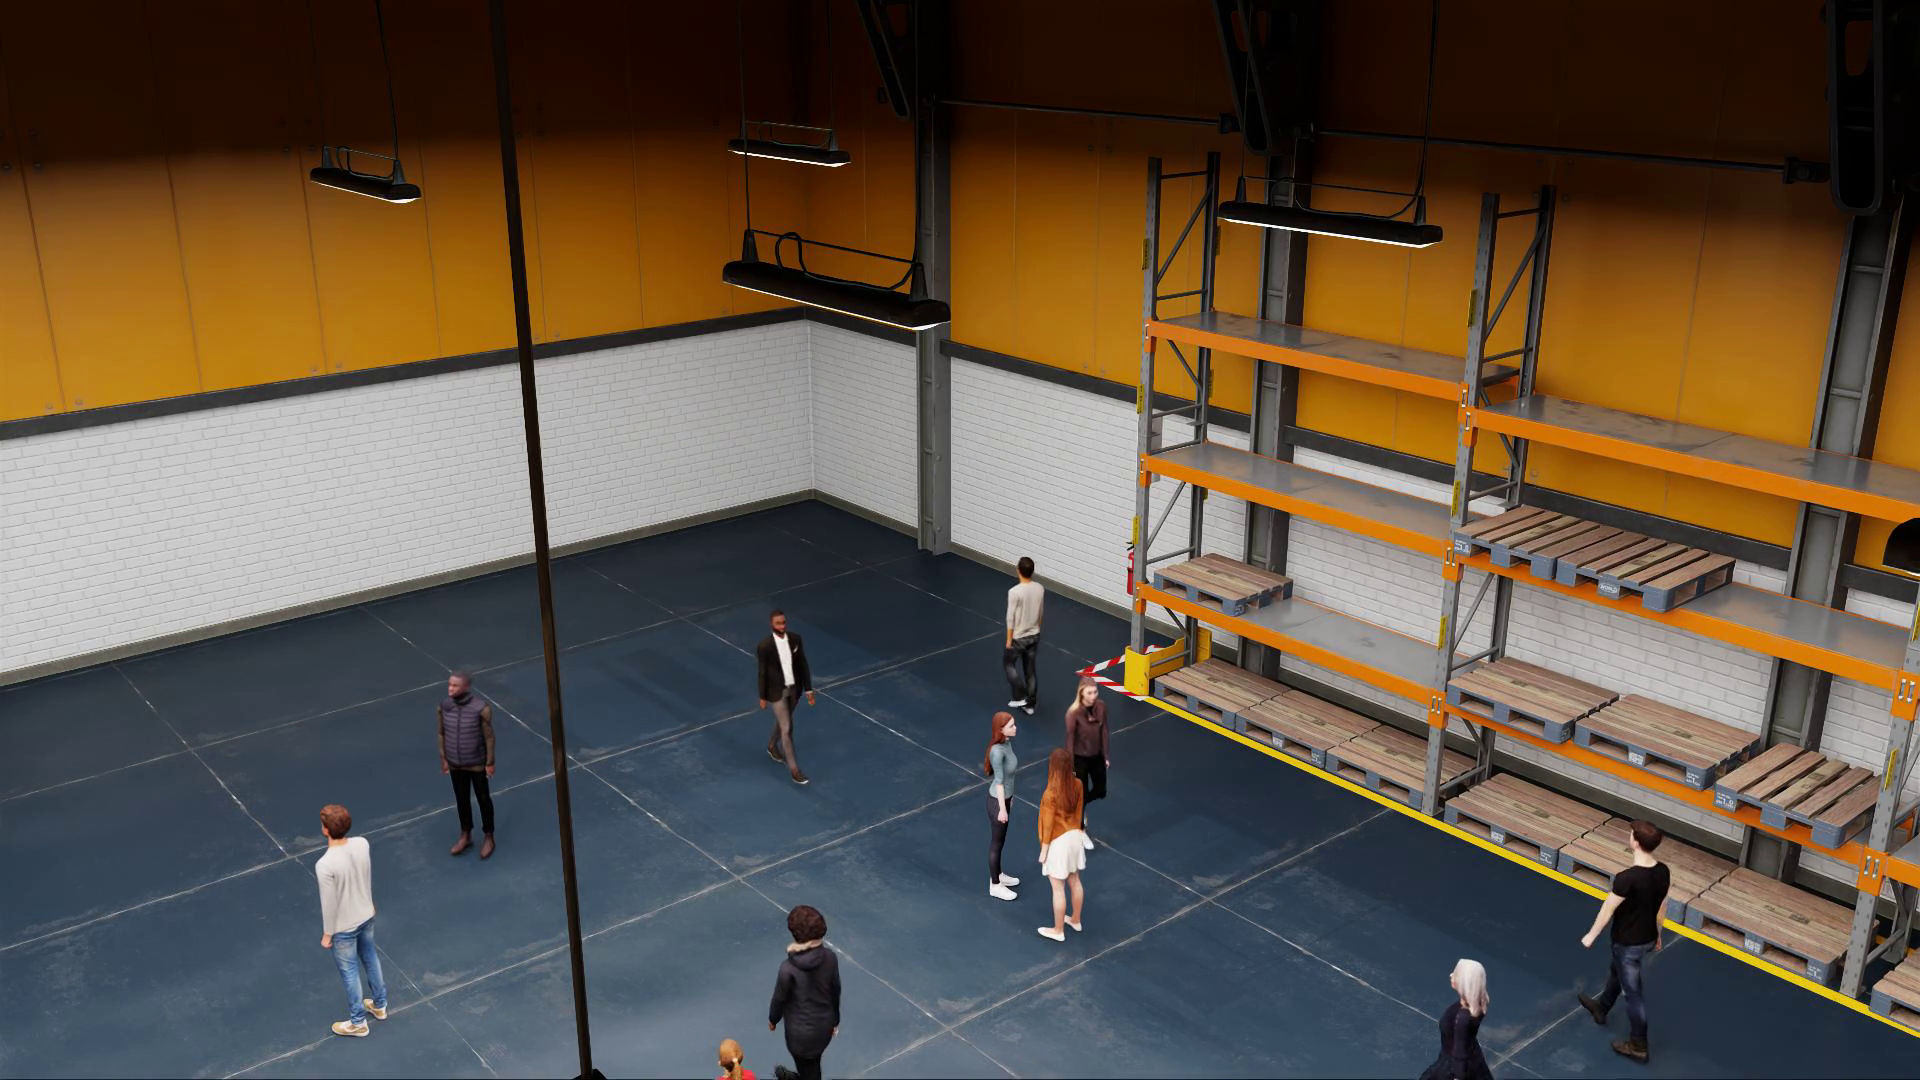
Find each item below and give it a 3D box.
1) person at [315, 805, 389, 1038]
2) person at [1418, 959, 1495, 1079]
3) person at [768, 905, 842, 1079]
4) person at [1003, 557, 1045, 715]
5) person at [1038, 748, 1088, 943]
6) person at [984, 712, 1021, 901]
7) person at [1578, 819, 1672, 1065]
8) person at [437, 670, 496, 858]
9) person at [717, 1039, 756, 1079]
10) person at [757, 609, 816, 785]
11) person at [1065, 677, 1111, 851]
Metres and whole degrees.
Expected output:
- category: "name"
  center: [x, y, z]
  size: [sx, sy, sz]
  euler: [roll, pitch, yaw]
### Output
- category: "person"
  center: [-4.650, 2.892, 12.695]
  size: [0.735, 1.904, 0.747]
  euler: [9, 20, 24]
- category: "person"
  center: [3.381, 3.582, 10.984]
  size: [1.245, 1.689, 0.797]
  euler: [12, 22, 33]
- category: "person"
  center: [-0.987, 3.397, 11.454]
  size: [0.609, 1.739, 1.012]
  euler: [-15, 24, -38]
- category: "person"
  center: [0.755, 1.081, 18.240]
  size: [0.707, 1.799, 0.670]
  euler: [-11, 21, -29]
- category: "person"
  center: [0.875, 2.554, 13.986]
  size: [0.601, 1.722, 0.554]
  euler: [-16, 24, -39]
- category: "person"
  center: [0.362, 2.316, 14.659]
  size: [0.719, 1.743, 0.670]
  euler: [3, 19, 9]
- category: "person"
  center: [5.076, 3.024, 12.362]
  size: [0.812, 1.868, 1.065]
  euler: [-11, 21, -29]
- category: "person"
  center: [-4.525, 2.039, 15.338]
  size: [0.743, 1.835, 0.834]
  euler: [4, 19, 11]
- category: "person"
  center: [-1.431, 3.858, 10.781]
  size: [0.555, 1.296, 0.796]
  euler: [-10, 21, -27]
- category: "person"
  center: [-1.836, 1.543, 16.942]
  size: [0.660, 1.751, 1.162]
  euler: [-14, 23, -36]
- category: "person"
  center: [1.148, 2.035, 15.571]
  size: [0.699, 1.693, 0.792]
  euler: [-11, 21, -29]
